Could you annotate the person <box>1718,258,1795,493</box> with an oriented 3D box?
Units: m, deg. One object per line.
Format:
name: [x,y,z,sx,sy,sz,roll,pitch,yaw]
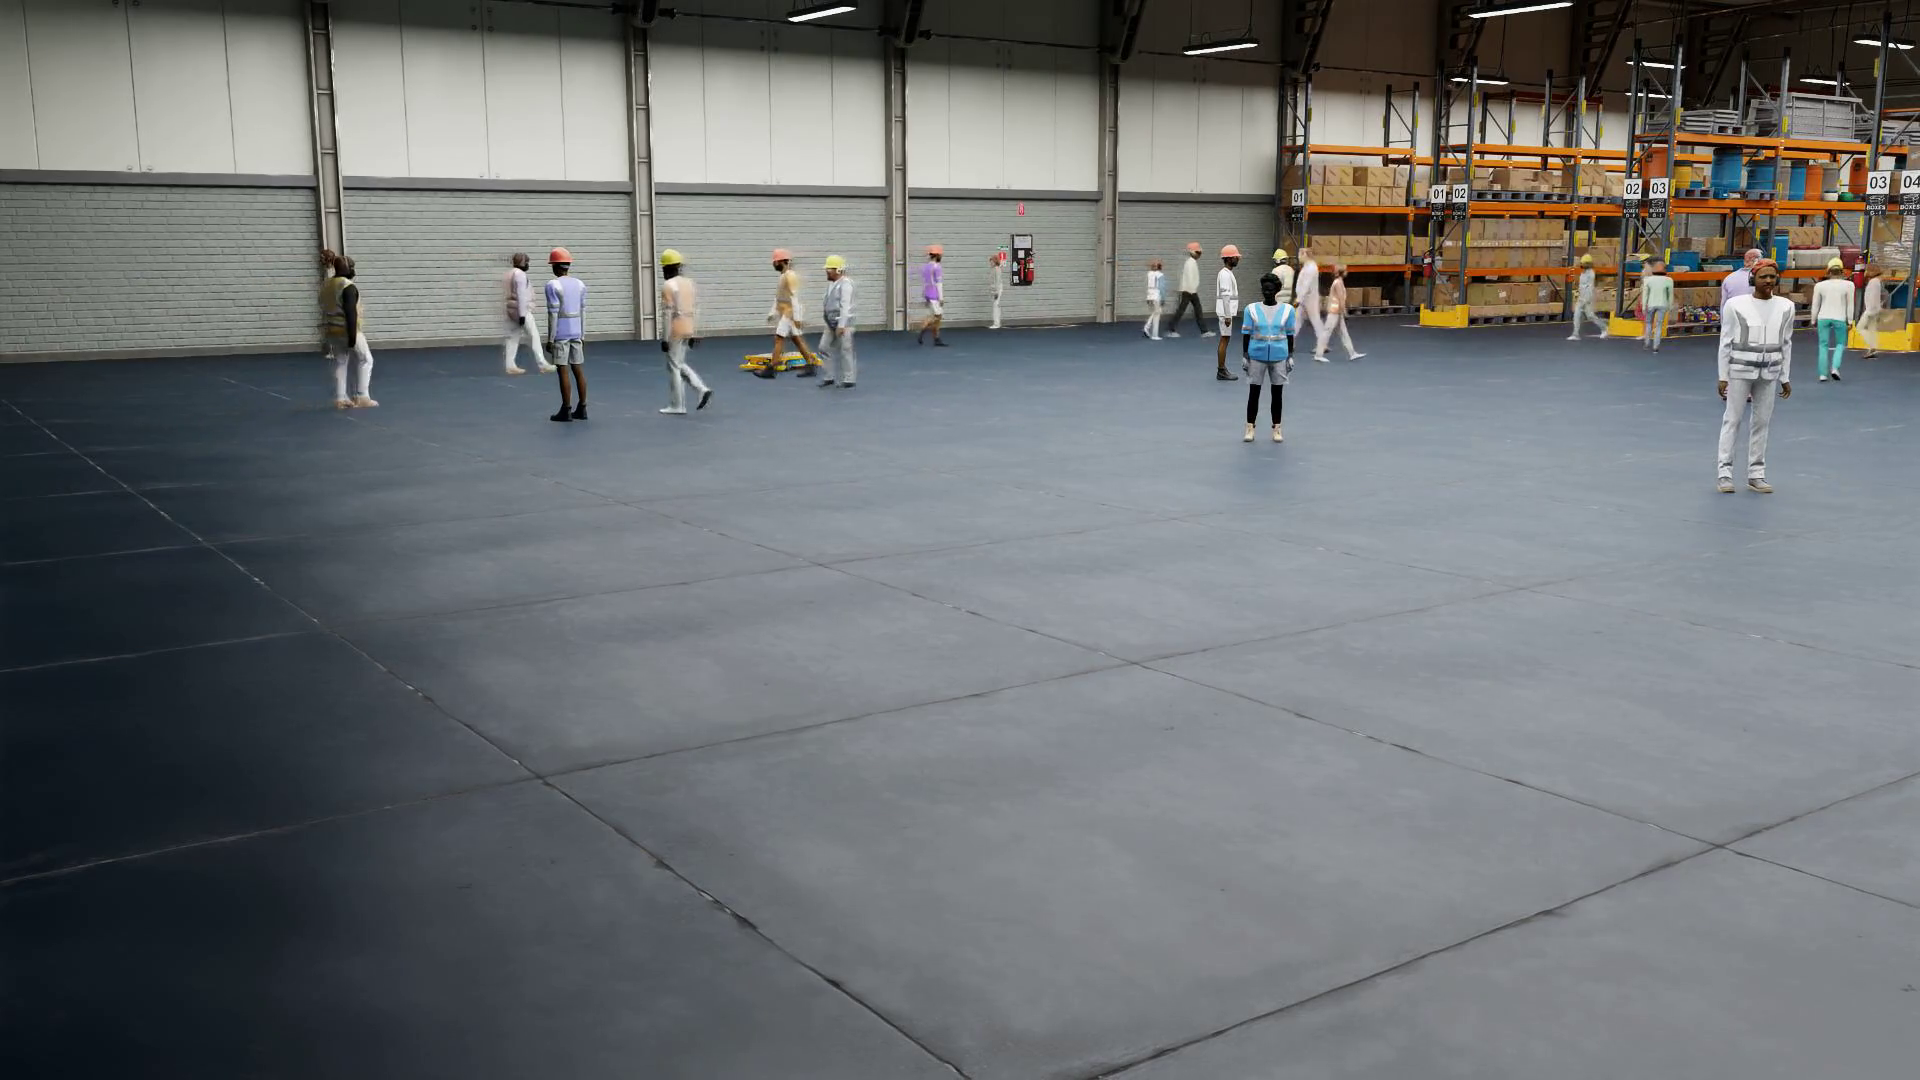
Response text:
person: [6.398,-1.315,13.398,0.573,1.883,0.354,1,10,3]

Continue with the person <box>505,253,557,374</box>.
person: [-6.497,-3.403,25.060,0.859,1.804,0.639,-6,12,-31]

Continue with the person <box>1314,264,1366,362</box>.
person: [6.240,-3.711,27.294,0.863,1.597,0.510,2,11,11]

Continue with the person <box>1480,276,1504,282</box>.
person: [13.428,-6.538,41.979,0.460,1.902,0.624,-10,14,-43]

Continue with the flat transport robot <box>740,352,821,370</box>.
flat transport robot: [-2.757,-2.802,25.973,0.652,0.197,1.431,6,12,28]

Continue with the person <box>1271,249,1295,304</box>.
person: [5.837,-4.378,30.363,0.610,1.829,0.403,-10,14,-43]

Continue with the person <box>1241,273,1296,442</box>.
person: [3.088,-1.822,16.677,0.540,1.698,0.317,1,10,8]

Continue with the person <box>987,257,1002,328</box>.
person: [0.780,-5.547,37.420,0.332,1.611,0.575,-4,11,-19]

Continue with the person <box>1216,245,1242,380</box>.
person: [3.869,-3.274,23.981,0.354,1.942,0.545,2,10,9]

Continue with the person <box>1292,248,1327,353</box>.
person: [6.067,-4.229,29.453,0.996,1.842,0.630,0,10,-2]

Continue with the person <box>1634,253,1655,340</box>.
person: [13.668,-4.853,33.210,0.436,1.724,0.572,10,14,43]

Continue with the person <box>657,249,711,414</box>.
person: [-3.241,-2.402,19.262,0.533,1.913,0.604,4,11,21]

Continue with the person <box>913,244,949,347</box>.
person: [-0.542,-4.546,31.012,0.675,1.920,0.565,-5,11,-24]

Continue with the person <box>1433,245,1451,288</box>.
person: [12.415,-6.682,42.858,0.330,1.872,0.512,-9,14,-40]

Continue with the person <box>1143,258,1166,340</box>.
person: [3.912,-4.793,33.157,0.358,1.626,0.536,-6,12,-29]

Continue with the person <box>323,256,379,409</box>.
person: [-7.306,-2.488,19.987,0.640,1.822,0.595,8,13,39]

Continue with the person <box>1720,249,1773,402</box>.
person: [9.873,-2.681,20.847,0.402,1.898,0.652,-8,13,-36]

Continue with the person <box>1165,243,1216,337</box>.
person: [4.703,-5.112,34.086,1.036,1.941,0.640,3,11,17]

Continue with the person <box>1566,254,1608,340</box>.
person: [12.558,-4.841,33.186,0.748,1.712,0.489,-2,10,-10]

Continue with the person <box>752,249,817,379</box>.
person: [-2.532,-3.286,24.230,0.967,1.883,0.539,-2,11,-12]

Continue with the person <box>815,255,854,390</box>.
person: [-1.696,-2.903,22.307,0.632,1.810,0.597,-7,12,-33]

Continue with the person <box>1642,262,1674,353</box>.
person: [12.487,-4.161,29.754,0.510,1.614,0.656,6,12,29]

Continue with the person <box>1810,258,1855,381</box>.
person: [12.419,-3.135,23.695,0.554,1.752,0.386,7,12,32]

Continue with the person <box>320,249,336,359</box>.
person: [-10.605,-3.972,28.067,0.346,1.847,0.505,-3,11,-14]

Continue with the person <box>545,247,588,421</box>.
person: [-4.436,-2.296,18.629,0.373,1.934,0.551,7,12,33]

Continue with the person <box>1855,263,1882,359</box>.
person: [15.350,-3.853,28.045,0.378,1.619,0.518,8,13,37]
